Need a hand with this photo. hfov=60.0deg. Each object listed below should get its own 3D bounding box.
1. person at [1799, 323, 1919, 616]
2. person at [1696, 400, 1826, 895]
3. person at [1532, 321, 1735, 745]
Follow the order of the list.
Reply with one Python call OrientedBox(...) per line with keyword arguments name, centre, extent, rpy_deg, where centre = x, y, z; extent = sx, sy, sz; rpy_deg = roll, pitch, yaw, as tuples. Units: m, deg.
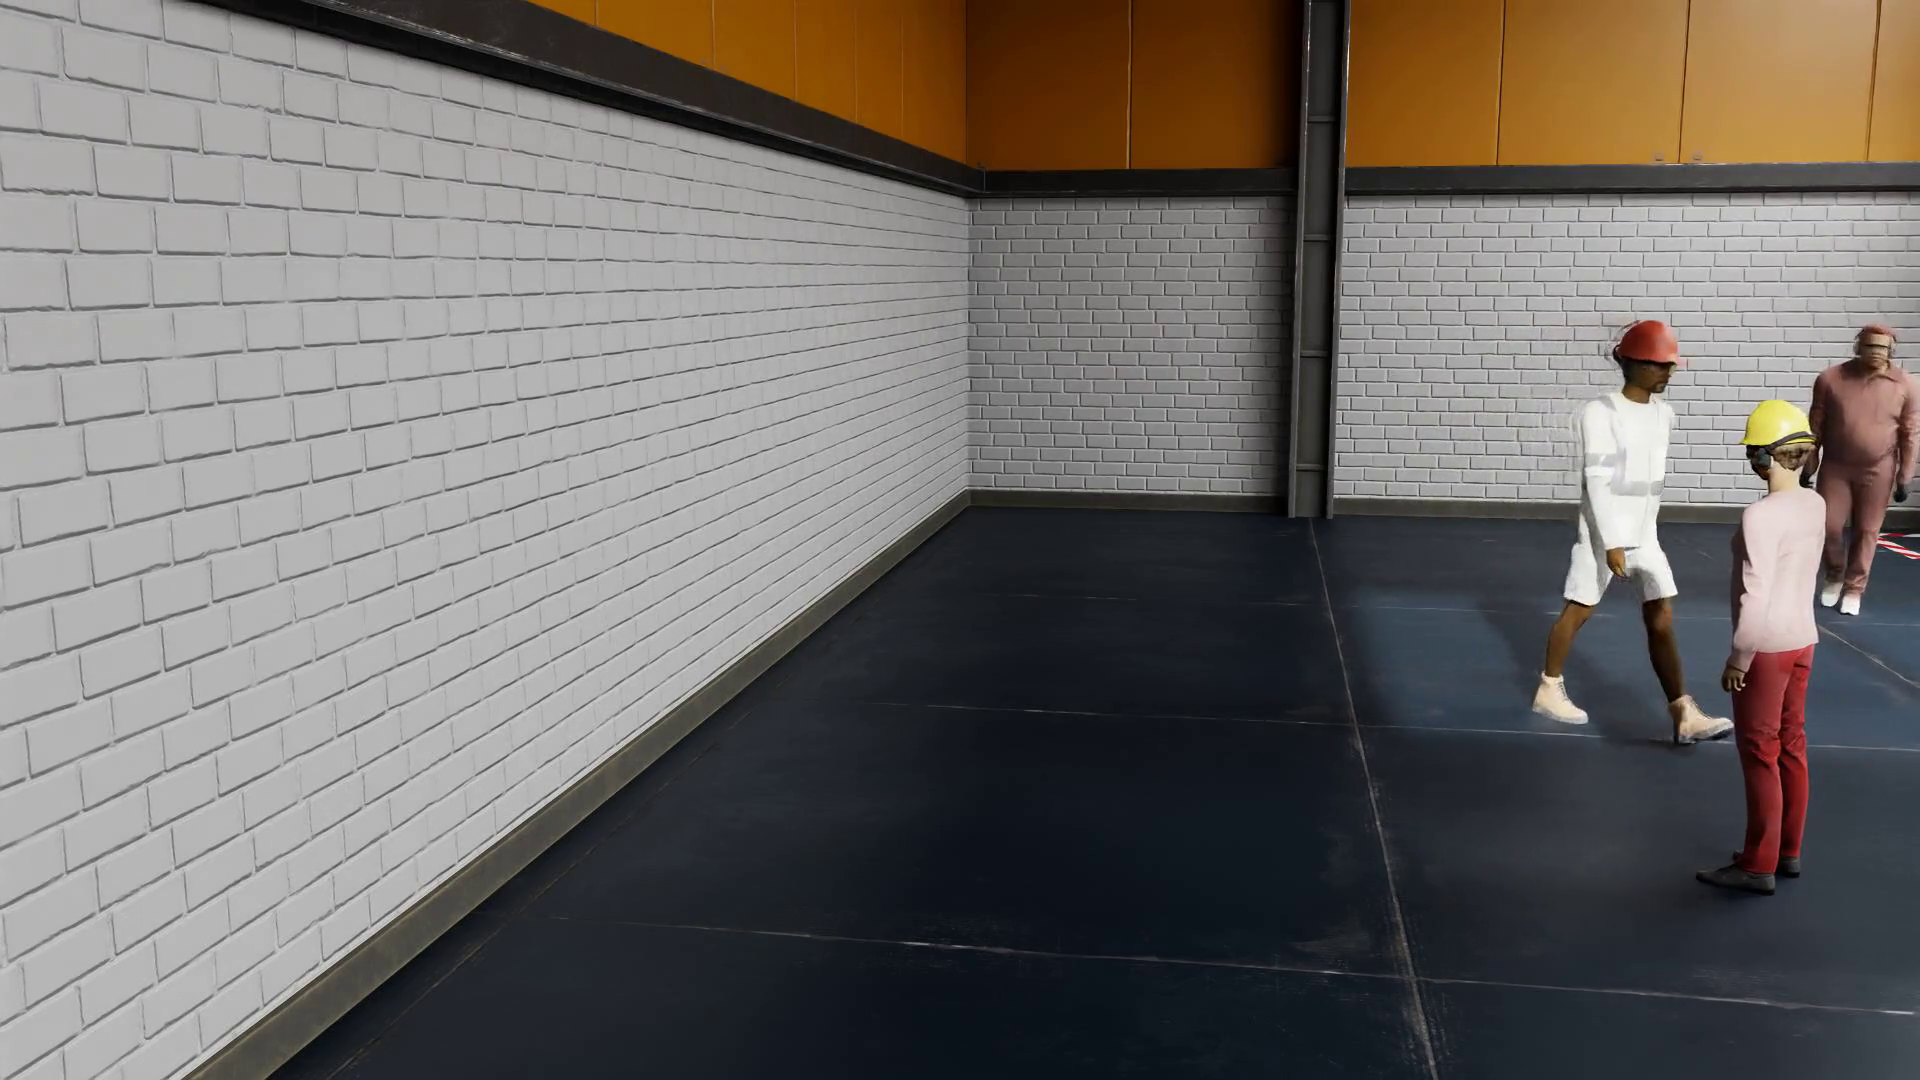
OrientedBox(name="person", centre=(5.793, -0.450, 10.727), extent=(0.677, 1.891, 0.418), rpy_deg=(5, 11, 30))
OrientedBox(name="person", centre=(2.889, 0.382, 5.970), extent=(0.535, 1.766, 0.310), rpy_deg=(-8, 12, -41))
OrientedBox(name="person", centre=(3.180, -0.034, 7.877), extent=(0.616, 1.986, 1.057), rpy_deg=(-4, 10, -25))
